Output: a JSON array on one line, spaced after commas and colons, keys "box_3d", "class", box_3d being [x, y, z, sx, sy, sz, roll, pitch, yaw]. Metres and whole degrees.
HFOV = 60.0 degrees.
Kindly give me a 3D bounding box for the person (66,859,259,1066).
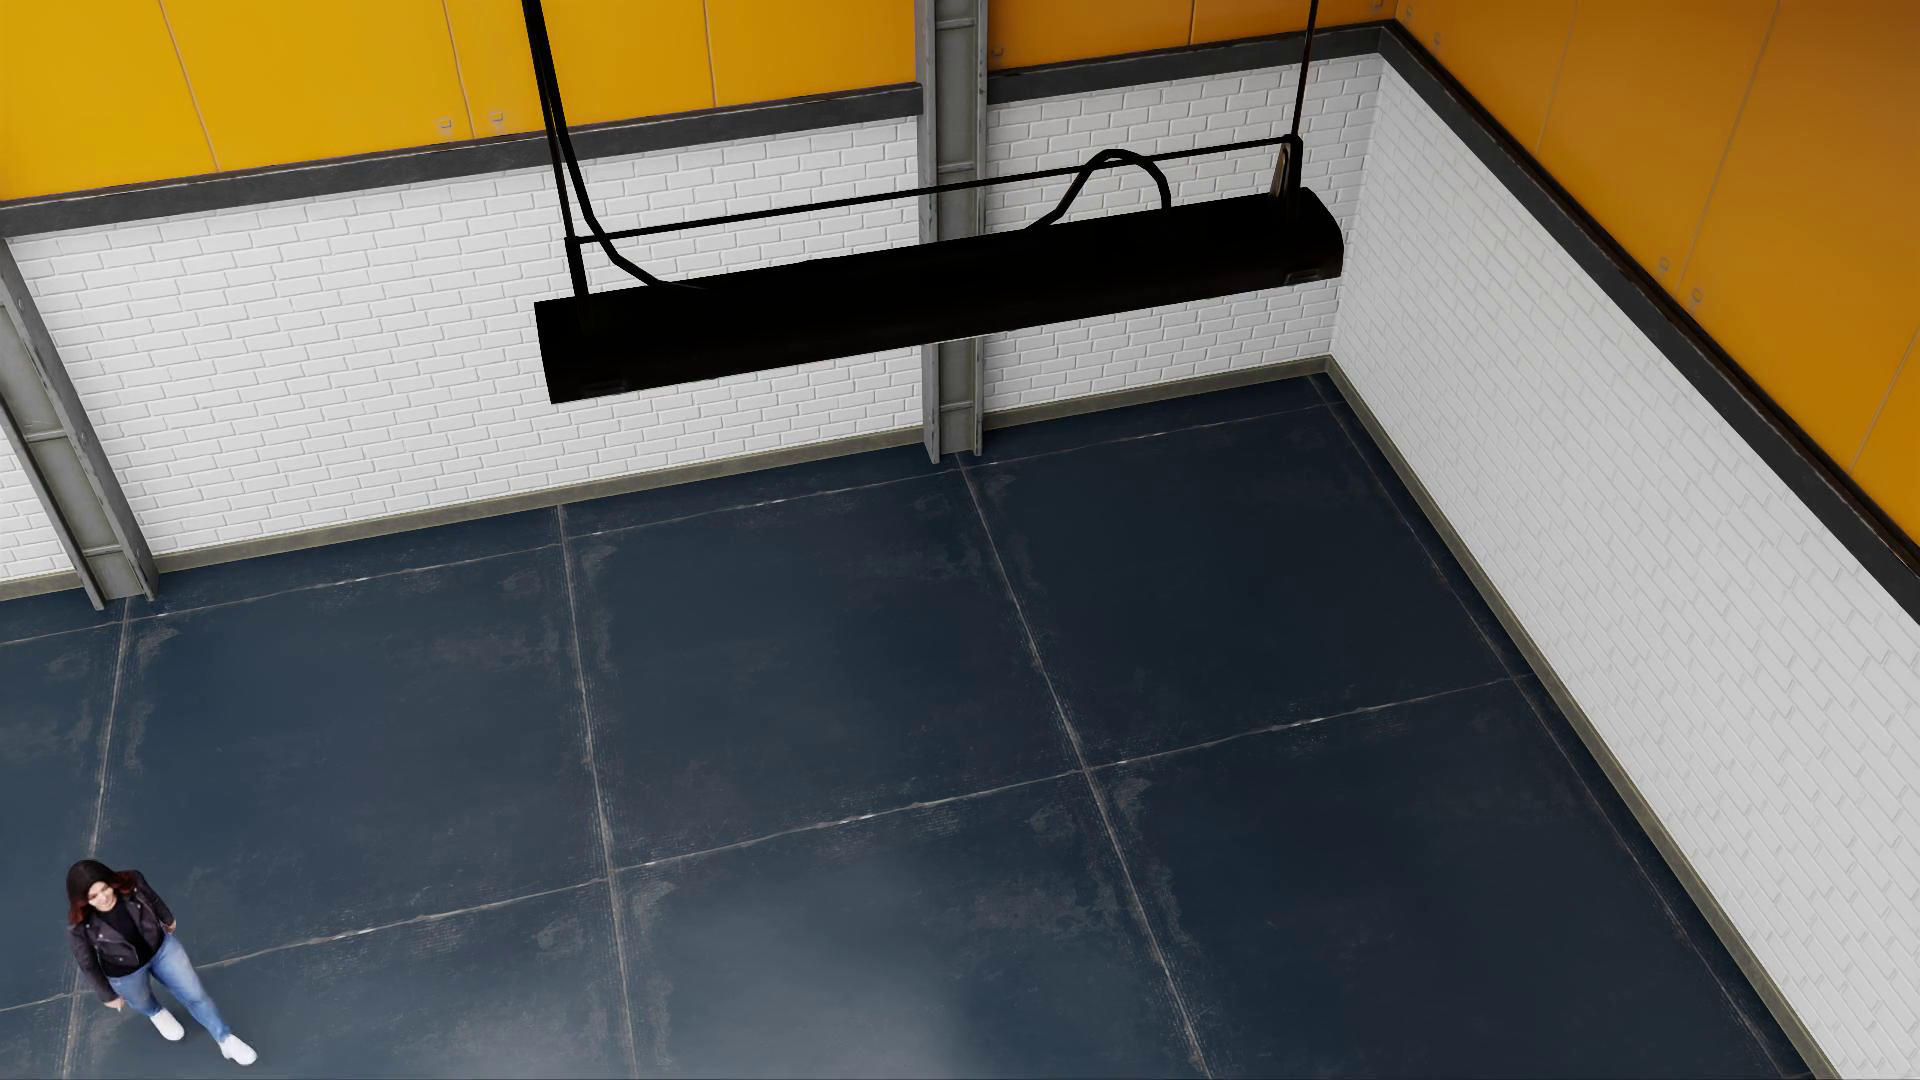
[{"box_3d": [-4.320, 2.141, 8.648, 1.087, 1.609, 1.069, 27, 50, 25], "class": "person"}]
